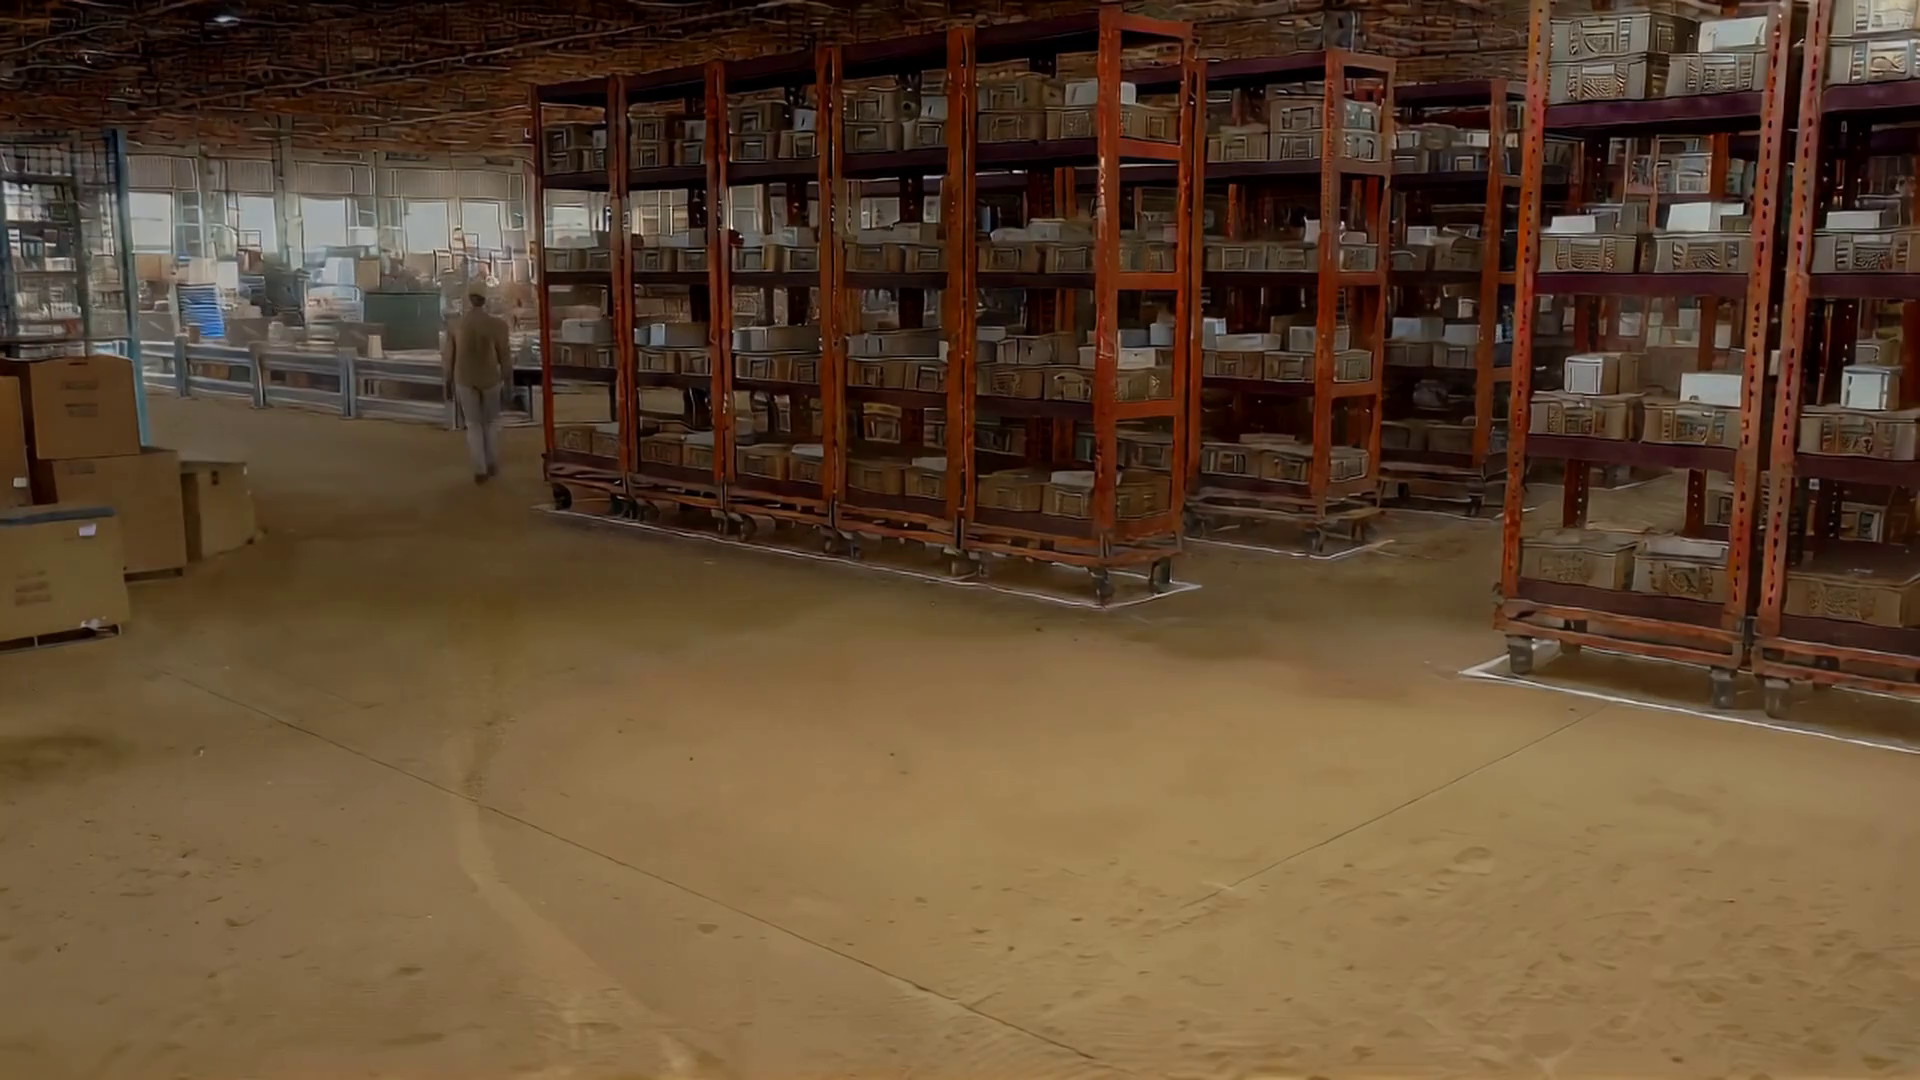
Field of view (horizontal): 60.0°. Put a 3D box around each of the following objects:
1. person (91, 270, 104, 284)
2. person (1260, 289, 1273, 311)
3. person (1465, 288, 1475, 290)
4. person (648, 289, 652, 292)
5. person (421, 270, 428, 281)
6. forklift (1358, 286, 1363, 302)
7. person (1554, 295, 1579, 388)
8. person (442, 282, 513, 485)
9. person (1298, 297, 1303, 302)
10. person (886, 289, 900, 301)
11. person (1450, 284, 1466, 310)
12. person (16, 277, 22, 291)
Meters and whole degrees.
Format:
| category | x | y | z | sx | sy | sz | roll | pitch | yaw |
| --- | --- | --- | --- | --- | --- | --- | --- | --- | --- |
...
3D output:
| category | x | y | z | sx | sy | sz | roll | pitch | yaw |
| --- | --- | --- | --- | --- | --- | --- | --- | --- | --- |
| person | -31.616 | -8.884 | 61.004 | 0.624 | 2.042 | 0.385 | 7 | 12 | 37 |
| person | 7.555 | -5.477 | 40.566 | 0.617 | 1.883 | 0.997 | 6 | 11 | 34 |
| person | 19.242 | -8.952 | 62.739 | 0.521 | 1.597 | 0.777 | 7 | 12 | 39 |
| person | -17.343 | -14.093 | 93.244 | 0.372 | 1.936 | 0.629 | -5 | 10 | -26 |
| person | -28.271 | -13.247 | 87.871 | 0.390 | 1.992 | 0.624 | -1 | 9 | -5 |
| forklift | 11.100 | -7.017 | 46.970 | 1.873 | 2.768 | 1.129 | 9 | 13 | 43 |
| person | 7.282 | -2.034 | 19.668 | 0.641 | 1.817 | 0.596 | 8 | 12 | 42 |
| person | -4.693 | -1.528 | 16.190 | 0.653 | 1.927 | 0.964 | -3 | 10 | -17 |
| person | 8.431 | -5.542 | 41.698 | 0.759 | 1.640 | 0.540 | 3 | 10 | 18 |
| person | -2.449 | -8.721 | 61.070 | 0.542 | 1.687 | 0.363 | 0 | 9 | -1 |
| person | 9.216 | -3.867 | 30.810 | 0.389 | 1.847 | 0.563 | 4 | 10 | 22 |
| person | -37.189 | -9.585 | 65.929 | 0.529 | 1.836 | 0.941 | 5 | 11 | 28 |
